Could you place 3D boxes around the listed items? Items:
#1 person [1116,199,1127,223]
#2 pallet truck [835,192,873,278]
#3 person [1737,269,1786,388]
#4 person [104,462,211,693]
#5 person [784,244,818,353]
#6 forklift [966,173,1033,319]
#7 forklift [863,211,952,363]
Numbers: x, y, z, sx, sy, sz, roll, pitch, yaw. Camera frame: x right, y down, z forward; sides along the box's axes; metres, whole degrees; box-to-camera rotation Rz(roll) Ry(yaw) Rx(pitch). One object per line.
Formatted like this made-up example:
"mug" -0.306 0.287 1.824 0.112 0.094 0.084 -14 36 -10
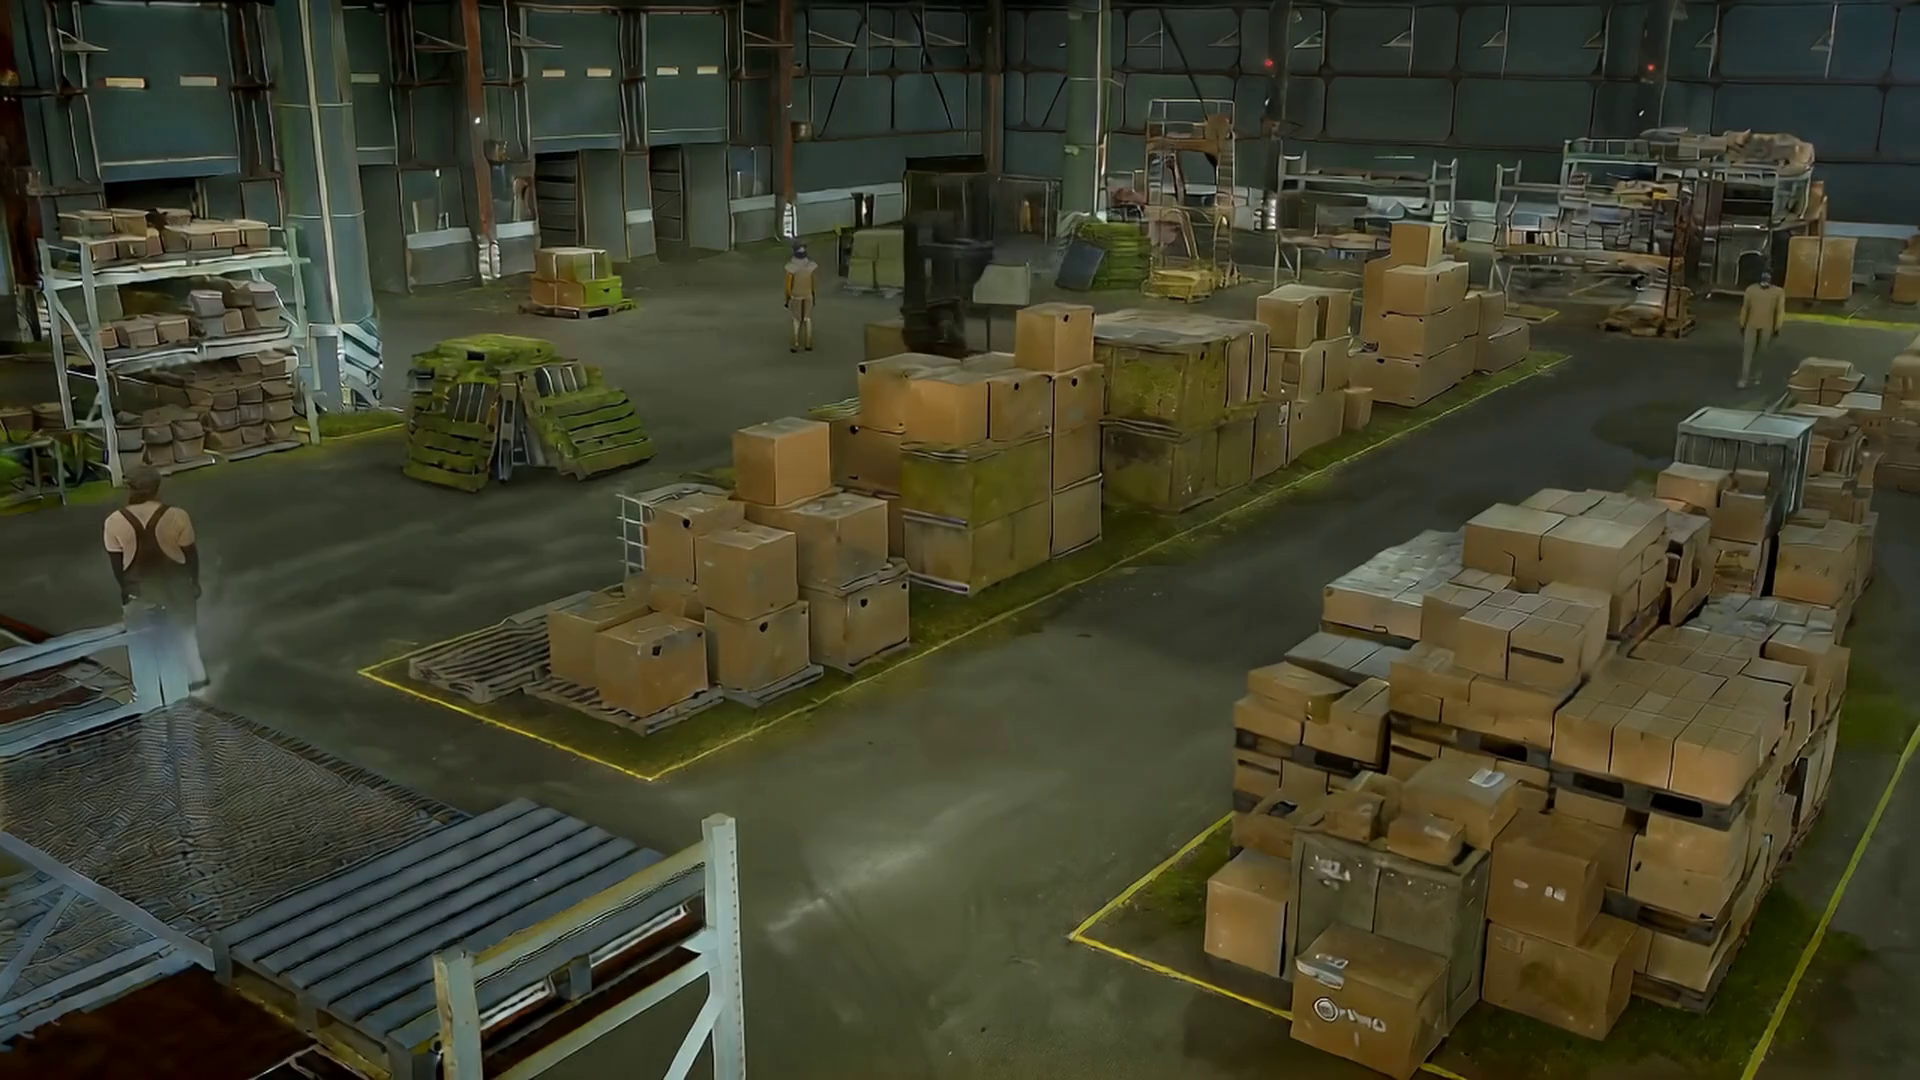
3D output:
"person" 3.846 -7.475 40.560 0.665 1.678 0.535 2 17 6
"pallet truck" -1.936 -7.159 38.982 1.885 1.965 0.823 -12 21 -34
"person" 12.816 -3.381 26.657 0.657 1.883 1.027 11 20 31
"person" -6.798 0.328 14.117 0.682 2.000 0.537 -5 17 -15
"person" -2.831 -4.310 29.679 0.635 1.928 0.383 -8 19 -26
"forklift" 0.484 -5.929 33.408 1.873 2.768 1.129 3 17 10
"forklift" -0.528 -3.704 26.040 1.873 2.768 1.129 12 21 35
